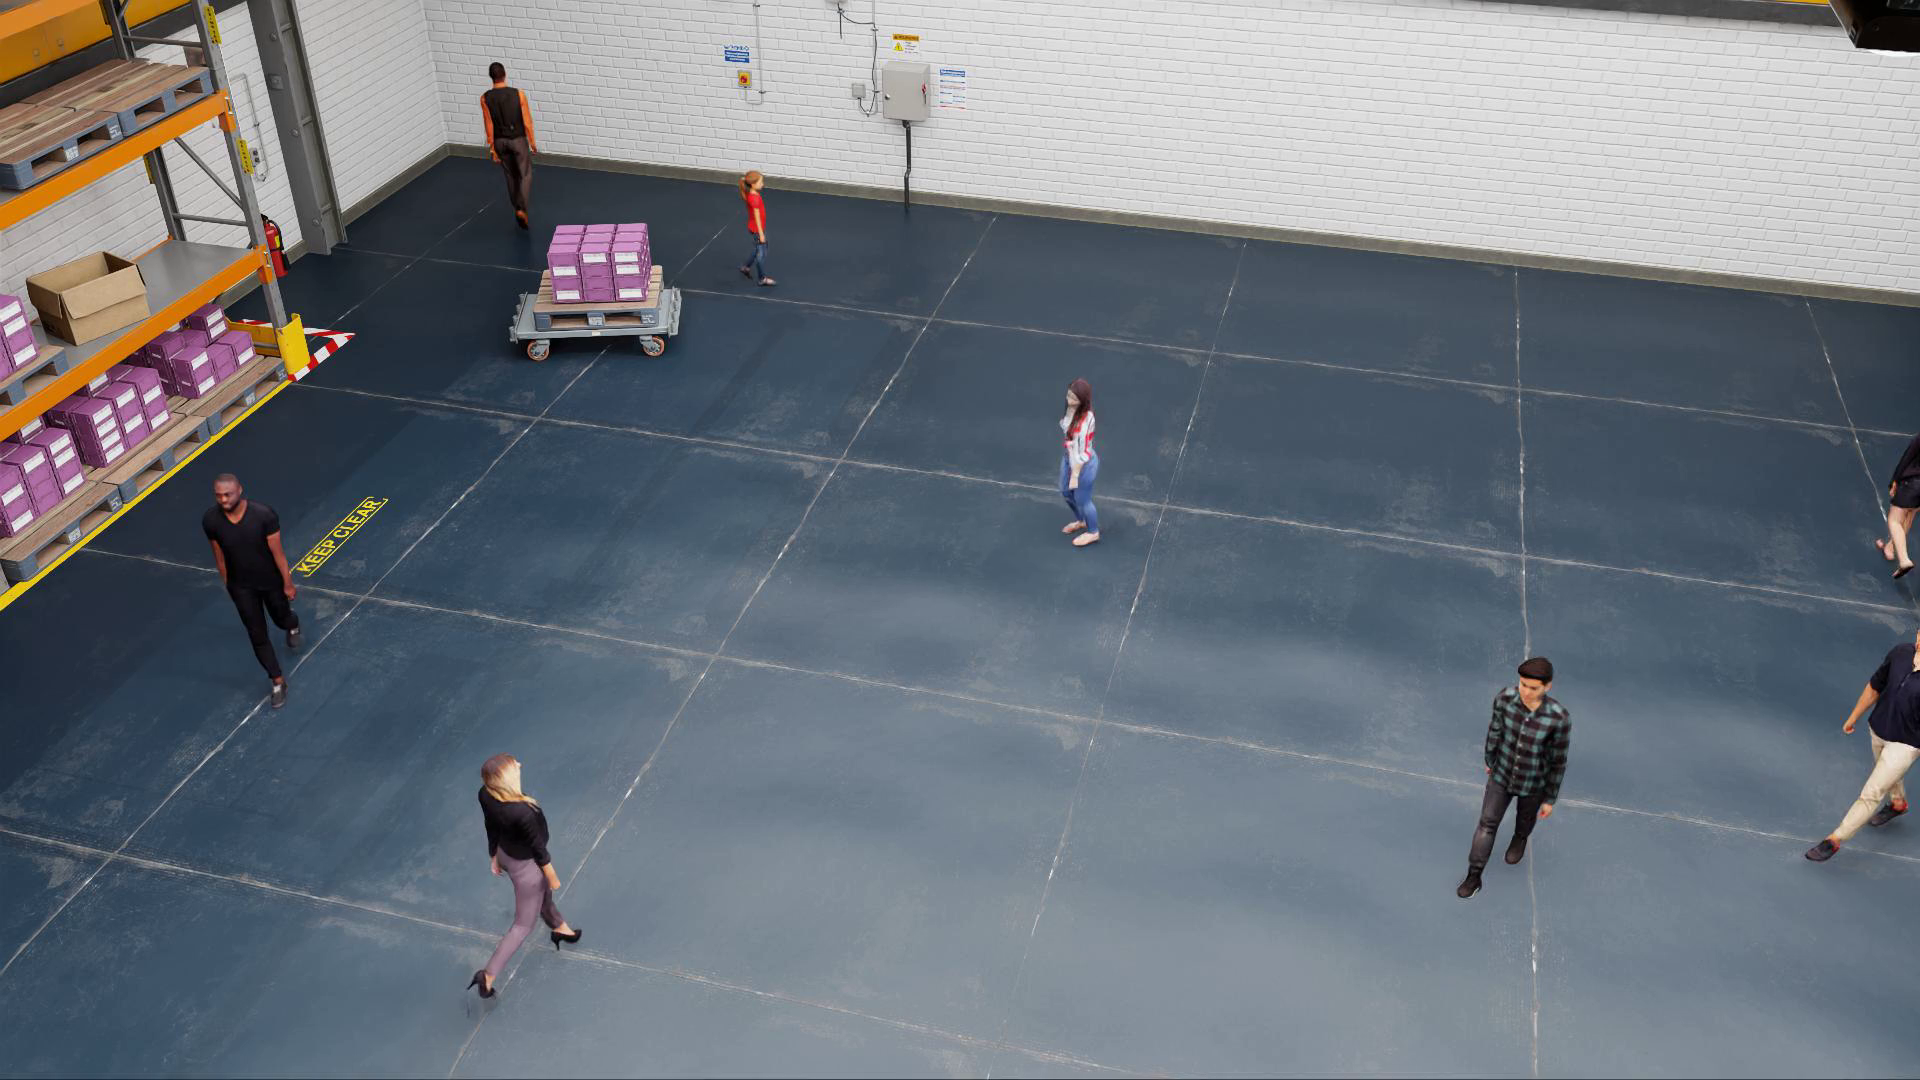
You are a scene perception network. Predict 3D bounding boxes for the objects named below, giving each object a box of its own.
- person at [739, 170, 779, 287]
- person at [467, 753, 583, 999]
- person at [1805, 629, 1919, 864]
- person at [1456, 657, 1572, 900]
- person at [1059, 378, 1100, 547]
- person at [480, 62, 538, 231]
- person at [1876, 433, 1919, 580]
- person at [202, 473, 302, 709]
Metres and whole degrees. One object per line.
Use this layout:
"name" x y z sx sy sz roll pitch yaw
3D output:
"person" -2.226 -3.324 17.787 0.698 1.299 0.662 -7 34 -10
"person" -2.574 1.947 9.548 0.909 1.643 1.120 27 42 35
"person" 5.973 1.209 10.505 1.206 1.812 1.207 -14 36 -21
"person" 3.473 1.385 10.164 0.916 1.682 1.153 21 39 28
"person" 1.020 -0.636 13.487 0.796 1.582 0.709 -3 34 -4
"person" -5.113 -4.467 18.980 0.940 1.883 1.272 -2 34 -3
"person" 7.620 -0.405 13.178 0.675 1.540 0.968 1 34 2
"person" -5.008 0.272 11.930 0.969 1.795 1.206 -5 34 -7
